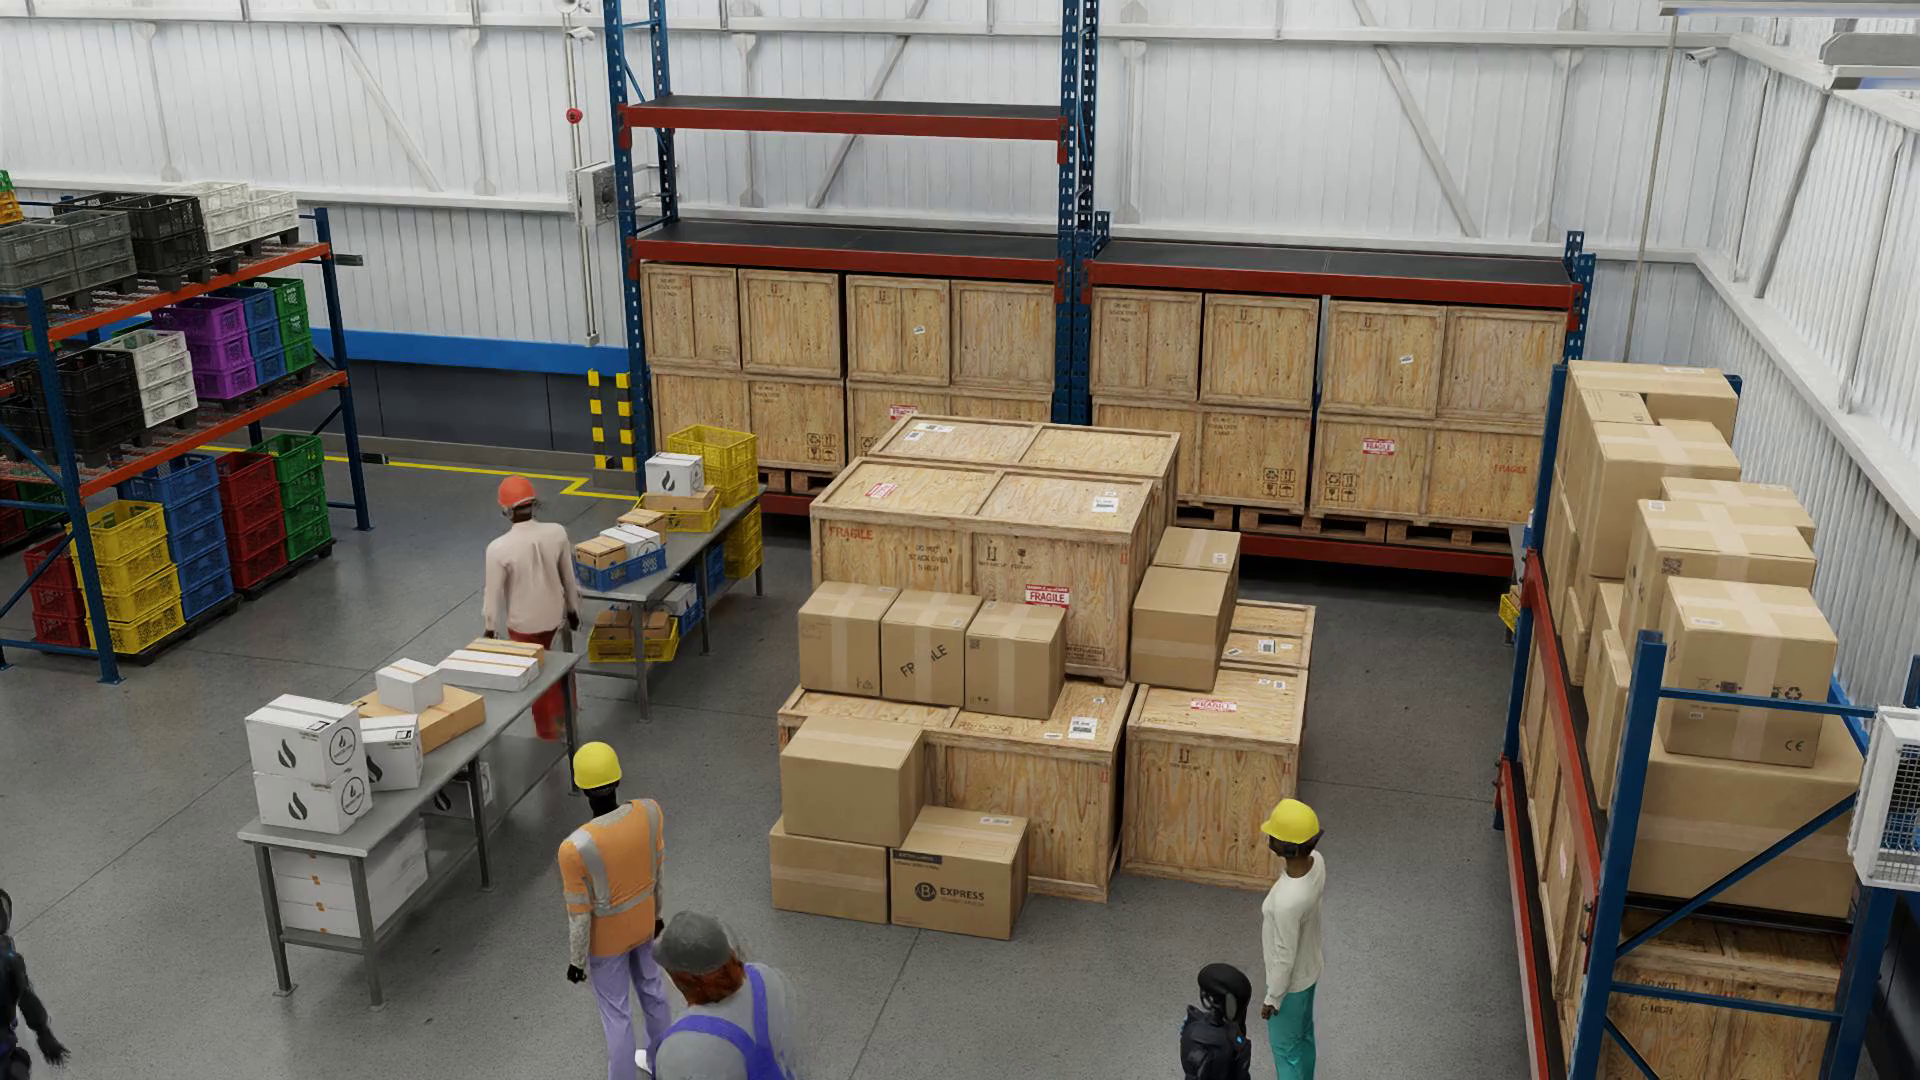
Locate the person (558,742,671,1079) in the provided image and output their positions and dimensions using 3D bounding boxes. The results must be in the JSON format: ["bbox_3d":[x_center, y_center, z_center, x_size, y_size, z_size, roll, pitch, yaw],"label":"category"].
[{"bbox_3d":[-1.639,1.843,7.907,0.379,1.923,0.587,16,26,35],"label":"person"}]

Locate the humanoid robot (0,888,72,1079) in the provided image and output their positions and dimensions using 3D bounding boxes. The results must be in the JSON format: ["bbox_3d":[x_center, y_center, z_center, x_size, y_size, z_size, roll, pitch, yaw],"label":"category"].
[{"bbox_3d":[-4.087,2.280,7.153,0.425,1.626,0.662,-7,22,-18],"label":"humanoid robot"}]

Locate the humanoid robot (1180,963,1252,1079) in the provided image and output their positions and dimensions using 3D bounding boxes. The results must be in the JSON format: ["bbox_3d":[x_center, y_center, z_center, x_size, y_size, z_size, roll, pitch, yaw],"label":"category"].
[{"bbox_3d":[1.006,2.421,6.735,0.315,1.653,0.580,12,24,29],"label":"humanoid robot"}]

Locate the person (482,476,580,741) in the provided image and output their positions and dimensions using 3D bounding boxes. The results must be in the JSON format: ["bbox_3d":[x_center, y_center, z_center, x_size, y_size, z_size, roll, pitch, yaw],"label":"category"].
[{"bbox_3d":[-2.922,0.515,11.306,0.467,1.972,0.640,17,27,38],"label":"person"}]

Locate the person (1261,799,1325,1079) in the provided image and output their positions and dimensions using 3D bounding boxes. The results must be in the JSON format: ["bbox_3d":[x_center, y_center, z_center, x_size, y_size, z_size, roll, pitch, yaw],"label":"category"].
[{"bbox_3d":[1.508,2.000,7.715,0.327,1.767,0.528,10,23,25],"label":"person"}]

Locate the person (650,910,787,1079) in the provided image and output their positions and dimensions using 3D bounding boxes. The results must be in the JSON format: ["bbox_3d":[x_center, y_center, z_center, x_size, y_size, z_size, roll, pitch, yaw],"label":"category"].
[{"bbox_3d":[-0.907,2.302,6.544,1.000,2.000,0.687,13,25,31],"label":"person"}]
